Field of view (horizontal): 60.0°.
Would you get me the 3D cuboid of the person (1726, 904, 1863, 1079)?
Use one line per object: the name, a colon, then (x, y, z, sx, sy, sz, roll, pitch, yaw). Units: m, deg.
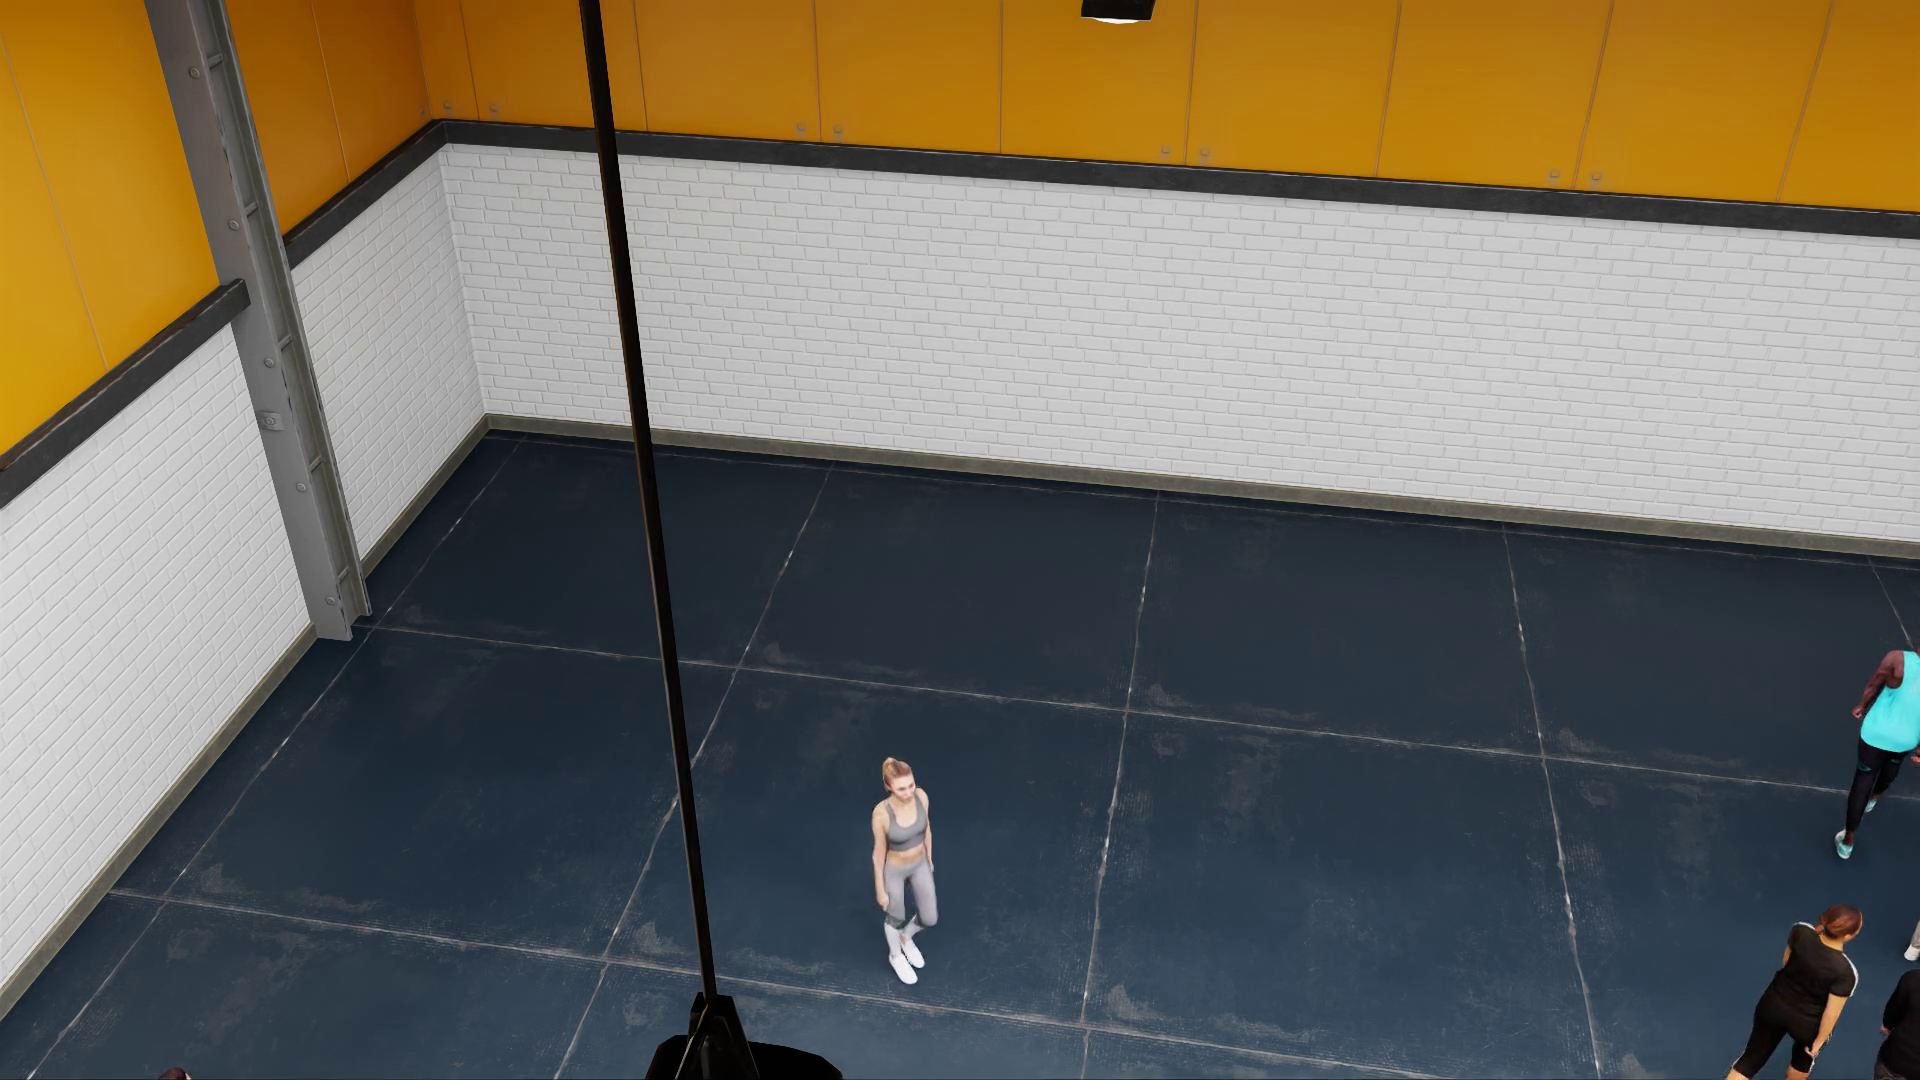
person: (4.439, 2.578, 8.949, 1.057, 1.637, 1.031, -18, 38, -25)

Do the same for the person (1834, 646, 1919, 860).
person: (5.993, 1.313, 10.722, 0.847, 1.782, 1.141, 15, 36, 21)

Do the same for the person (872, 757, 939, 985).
person: (-0.384, 1.922, 9.885, 0.712, 1.694, 0.772, -21, 39, -29)
